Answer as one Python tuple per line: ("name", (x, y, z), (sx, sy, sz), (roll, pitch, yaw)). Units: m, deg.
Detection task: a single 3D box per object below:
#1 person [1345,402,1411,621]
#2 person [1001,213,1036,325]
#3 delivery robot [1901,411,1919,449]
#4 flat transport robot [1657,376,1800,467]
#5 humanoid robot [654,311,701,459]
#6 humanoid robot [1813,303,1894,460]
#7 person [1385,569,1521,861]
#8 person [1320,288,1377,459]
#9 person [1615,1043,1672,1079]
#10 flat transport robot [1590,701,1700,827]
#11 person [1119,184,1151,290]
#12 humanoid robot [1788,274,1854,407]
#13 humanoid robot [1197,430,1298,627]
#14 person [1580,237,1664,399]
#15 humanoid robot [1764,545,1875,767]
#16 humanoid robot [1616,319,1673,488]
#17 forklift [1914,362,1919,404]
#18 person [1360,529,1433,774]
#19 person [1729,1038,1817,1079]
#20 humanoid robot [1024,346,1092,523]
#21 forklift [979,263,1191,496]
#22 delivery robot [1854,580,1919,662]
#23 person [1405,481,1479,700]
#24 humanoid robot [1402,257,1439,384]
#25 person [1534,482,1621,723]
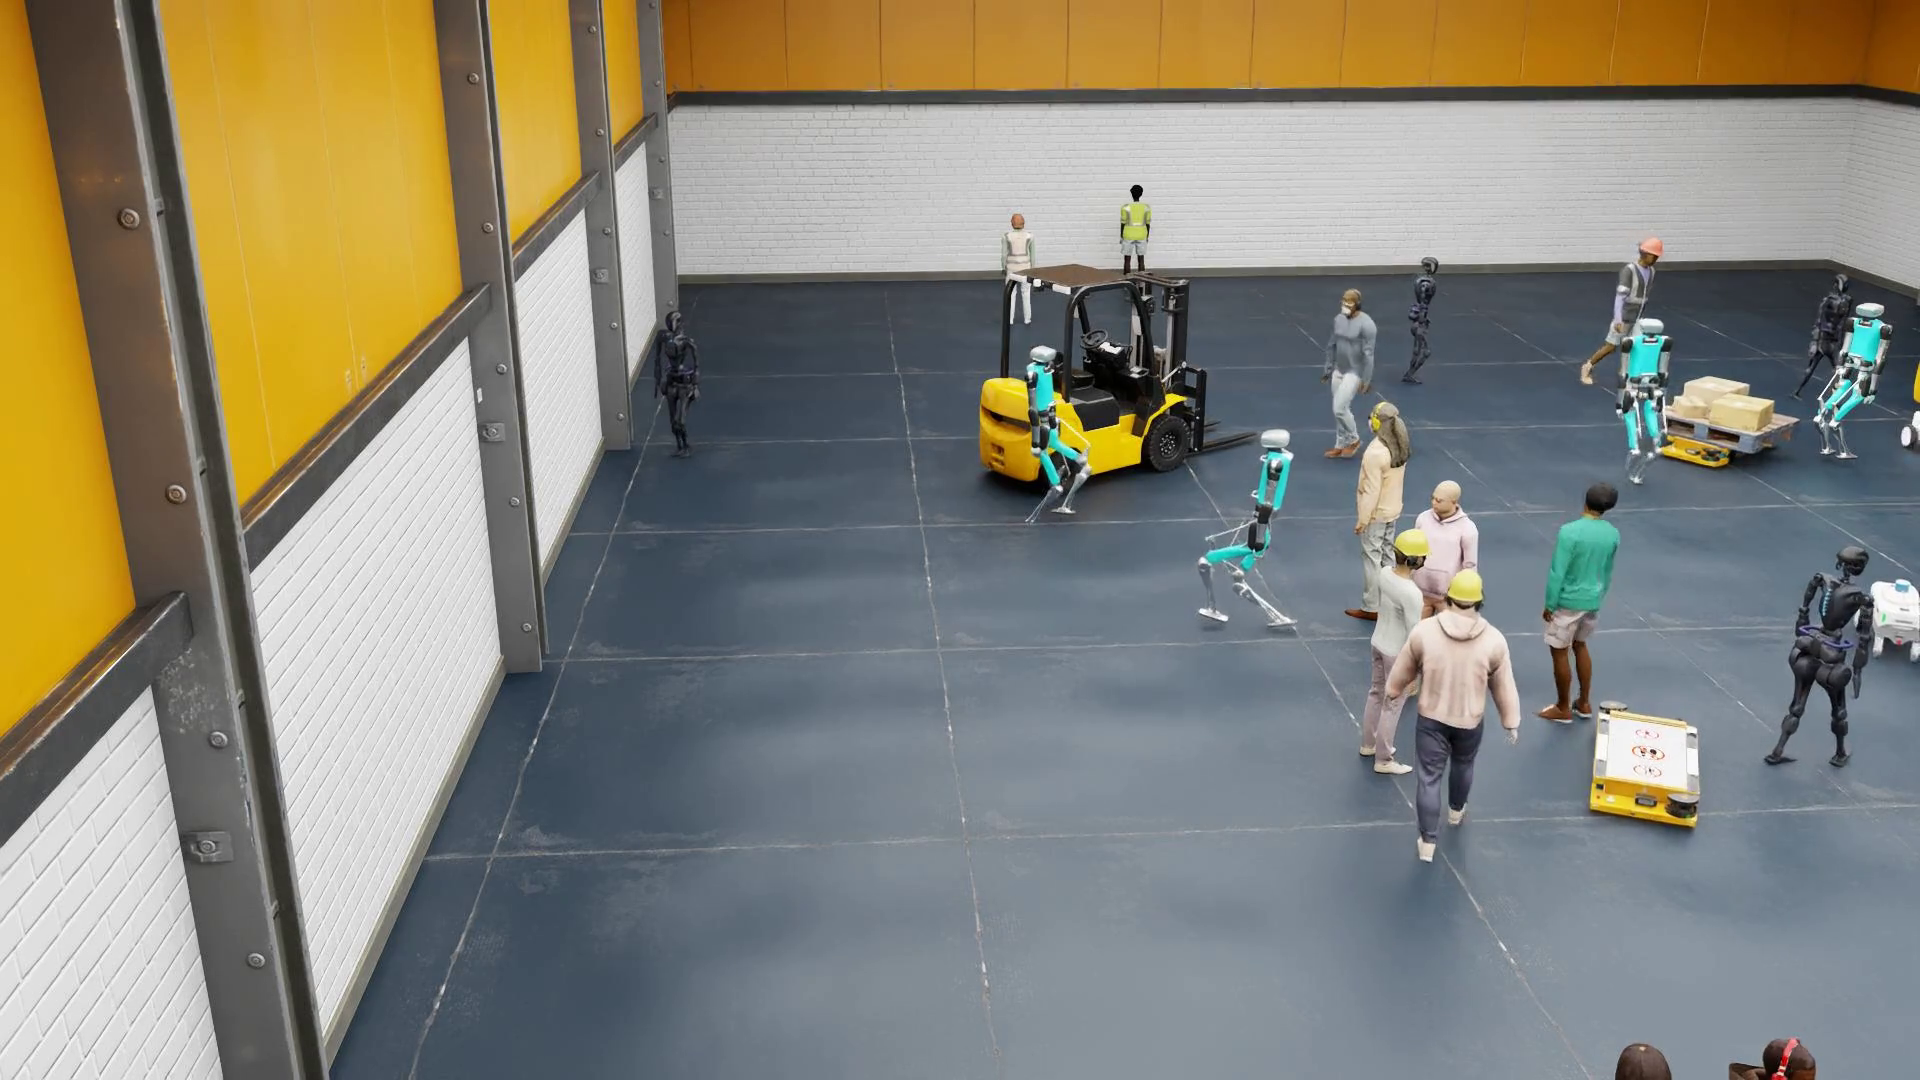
("person", (3.524, -0.236, 13.942), (0.391, 1.875, 0.566), (18, 27, 40))
("person", (0.859, -3.980, 24.483), (0.510, 1.637, 0.306), (-2, 20, -4))
("delivery robot", (10.884, -1.201, 18.466), (0.499, 0.582, 0.762), (1, 20, 3))
("flat transport robot", (8.512, -1.088, 18.591), (1.431, 0.231, 0.659), (-15, 25, -35))
("humanoid robot", (-3.102, -1.709, 18.242), (0.611, 1.642, 0.380), (8, 22, 22))
("humanoid robot", (9.523, -1.694, 17.914), (0.735, 1.680, 0.533), (-9, 22, -24))
("person", (3.099, 1.051, 10.497), (0.806, 1.830, 0.899), (5, 21, 13))
("person", (4.189, -1.793, 18.110), (0.469, 1.923, 0.673), (-8, 22, -21))
("person", (2.470, 2.664, 6.187), (0.466, 1.773, 0.381), (-5, 21, -12))
("flat transport robot", (4.721, 1.528, 11.464), (0.659, 0.231, 1.431), (8, 22, 20))
("person", (2.829, -4.894, 26.899), (0.527, 1.688, 0.321), (-4, 20, -9))
("humanoid robot", (10.604, -2.438, 20.283), (0.590, 1.629, 0.761), (-8, 22, -21))
("humanoid robot", (2.321, -0.068, 13.727), (1.029, 1.741, 0.556), (6, 21, 15))
("person", (8.307, -2.812, 20.797), (0.701, 1.986, 0.957), (-11, 23, -28))
("humanoid robot", (5.991, 0.788, 11.480), (0.619, 1.637, 0.599), (-9, 22, -24))
("humanoid robot", (7.102, -1.332, 17.200), (0.535, 1.842, 0.649), (-1, 20, -3))
("forklift", (12.602, -2.435, 19.475), (2.313, 2.155, 1.214), (-1, 20, -4))
("person", (3.008, 0.754, 11.413), (0.335, 1.756, 0.516), (-5, 21, -14))
("person", (3.071, 2.623, 6.467), (0.472, 1.651, 0.324), (-15, 25, -35))
("humanoid robot", (0.987, -0.972, 16.187), (0.799, 1.803, 0.540), (9, 22, 22))
("forklift", (1.315, -1.764, 17.646), (2.313, 2.155, 1.214), (-14, 24, -33))
("delivery robot", (7.622, 0.620, 13.547), (0.499, 0.611, 0.812), (8, 21, 20))
("person", (3.560, 0.397, 12.348), (0.525, 1.782, 0.407), (17, 26, 38))
("humanoid robot", (5.890, -2.806, 21.235), (0.357, 1.646, 0.615), (7, 21, 18))
("person", (4.510, 0.484, 12.079), (0.547, 1.837, 0.374), (-8, 22, -20))
